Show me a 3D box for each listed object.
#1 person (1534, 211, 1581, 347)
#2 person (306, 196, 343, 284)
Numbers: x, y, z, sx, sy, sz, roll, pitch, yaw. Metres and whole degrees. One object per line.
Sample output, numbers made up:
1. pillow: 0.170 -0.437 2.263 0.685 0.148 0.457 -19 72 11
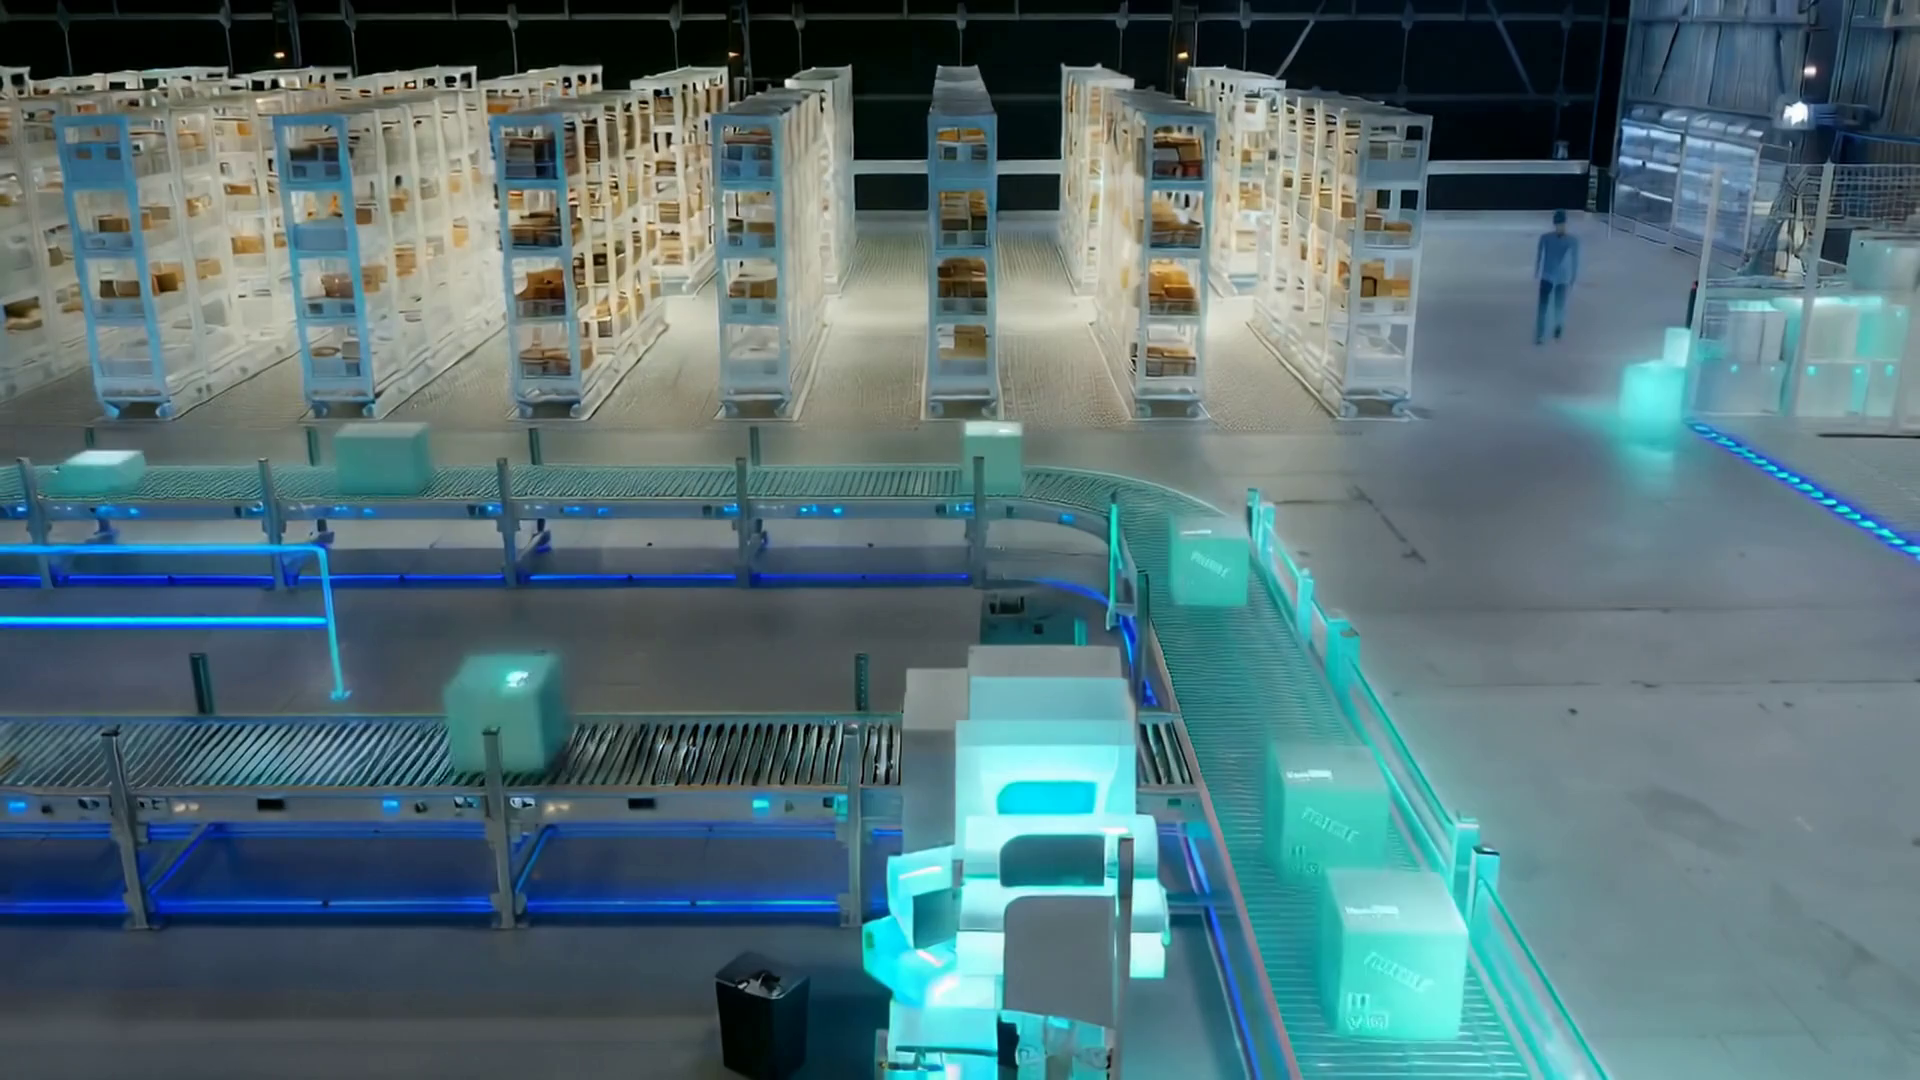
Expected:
1. person: 8.735 -3.840 24.325 0.630 1.950 1.009 11 21 30
2. person: -10.559 -4.876 27.732 0.513 1.804 0.608 17 25 42
